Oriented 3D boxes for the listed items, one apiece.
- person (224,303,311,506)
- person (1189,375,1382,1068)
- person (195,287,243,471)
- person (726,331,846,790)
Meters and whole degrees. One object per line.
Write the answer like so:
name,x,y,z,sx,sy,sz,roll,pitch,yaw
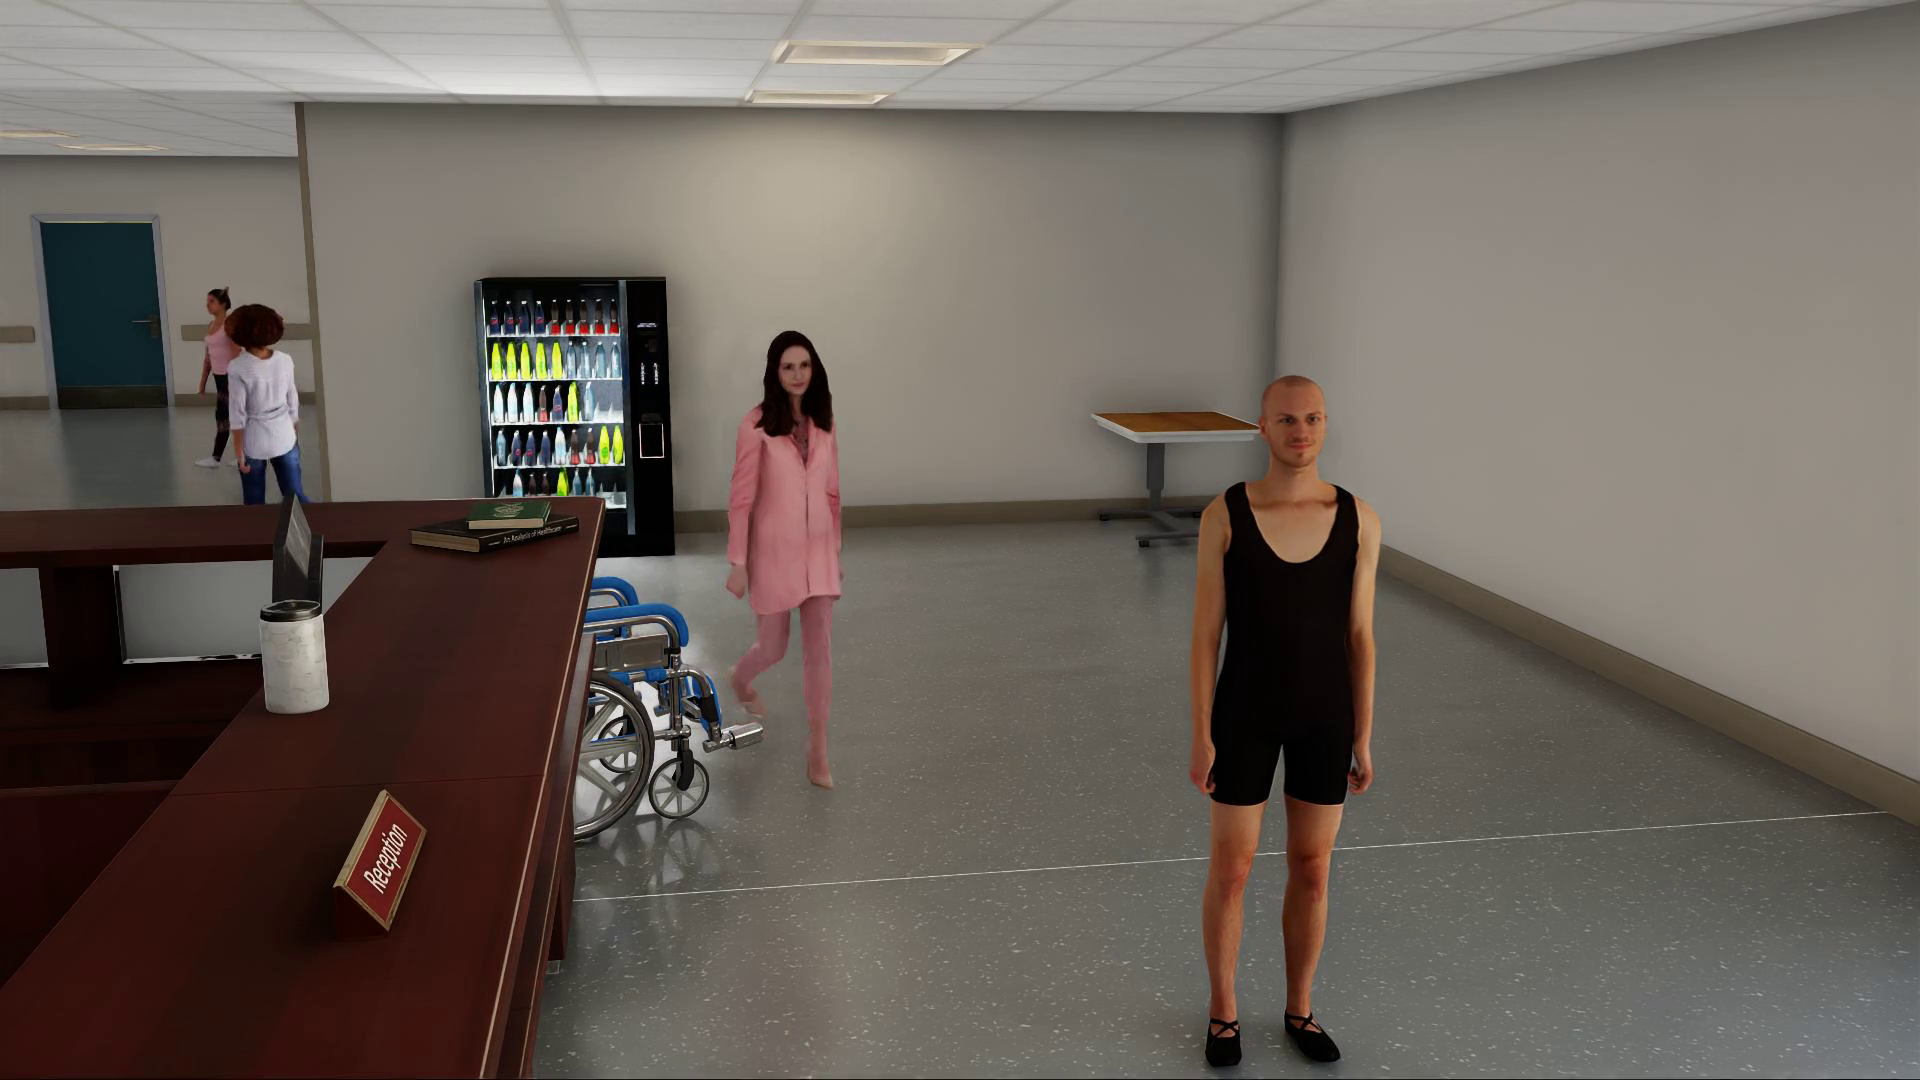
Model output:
person,-4.300,-0.617,10.436,1.086,1.693,1.035,-10,15,-42
person,0.841,0.474,4.359,0.470,1.816,0.713,-1,11,-5
person,-6.534,-1.452,15.013,0.907,1.628,0.968,8,13,35
person,-0.710,0.074,6.585,1.084,1.770,0.966,-7,13,-32
